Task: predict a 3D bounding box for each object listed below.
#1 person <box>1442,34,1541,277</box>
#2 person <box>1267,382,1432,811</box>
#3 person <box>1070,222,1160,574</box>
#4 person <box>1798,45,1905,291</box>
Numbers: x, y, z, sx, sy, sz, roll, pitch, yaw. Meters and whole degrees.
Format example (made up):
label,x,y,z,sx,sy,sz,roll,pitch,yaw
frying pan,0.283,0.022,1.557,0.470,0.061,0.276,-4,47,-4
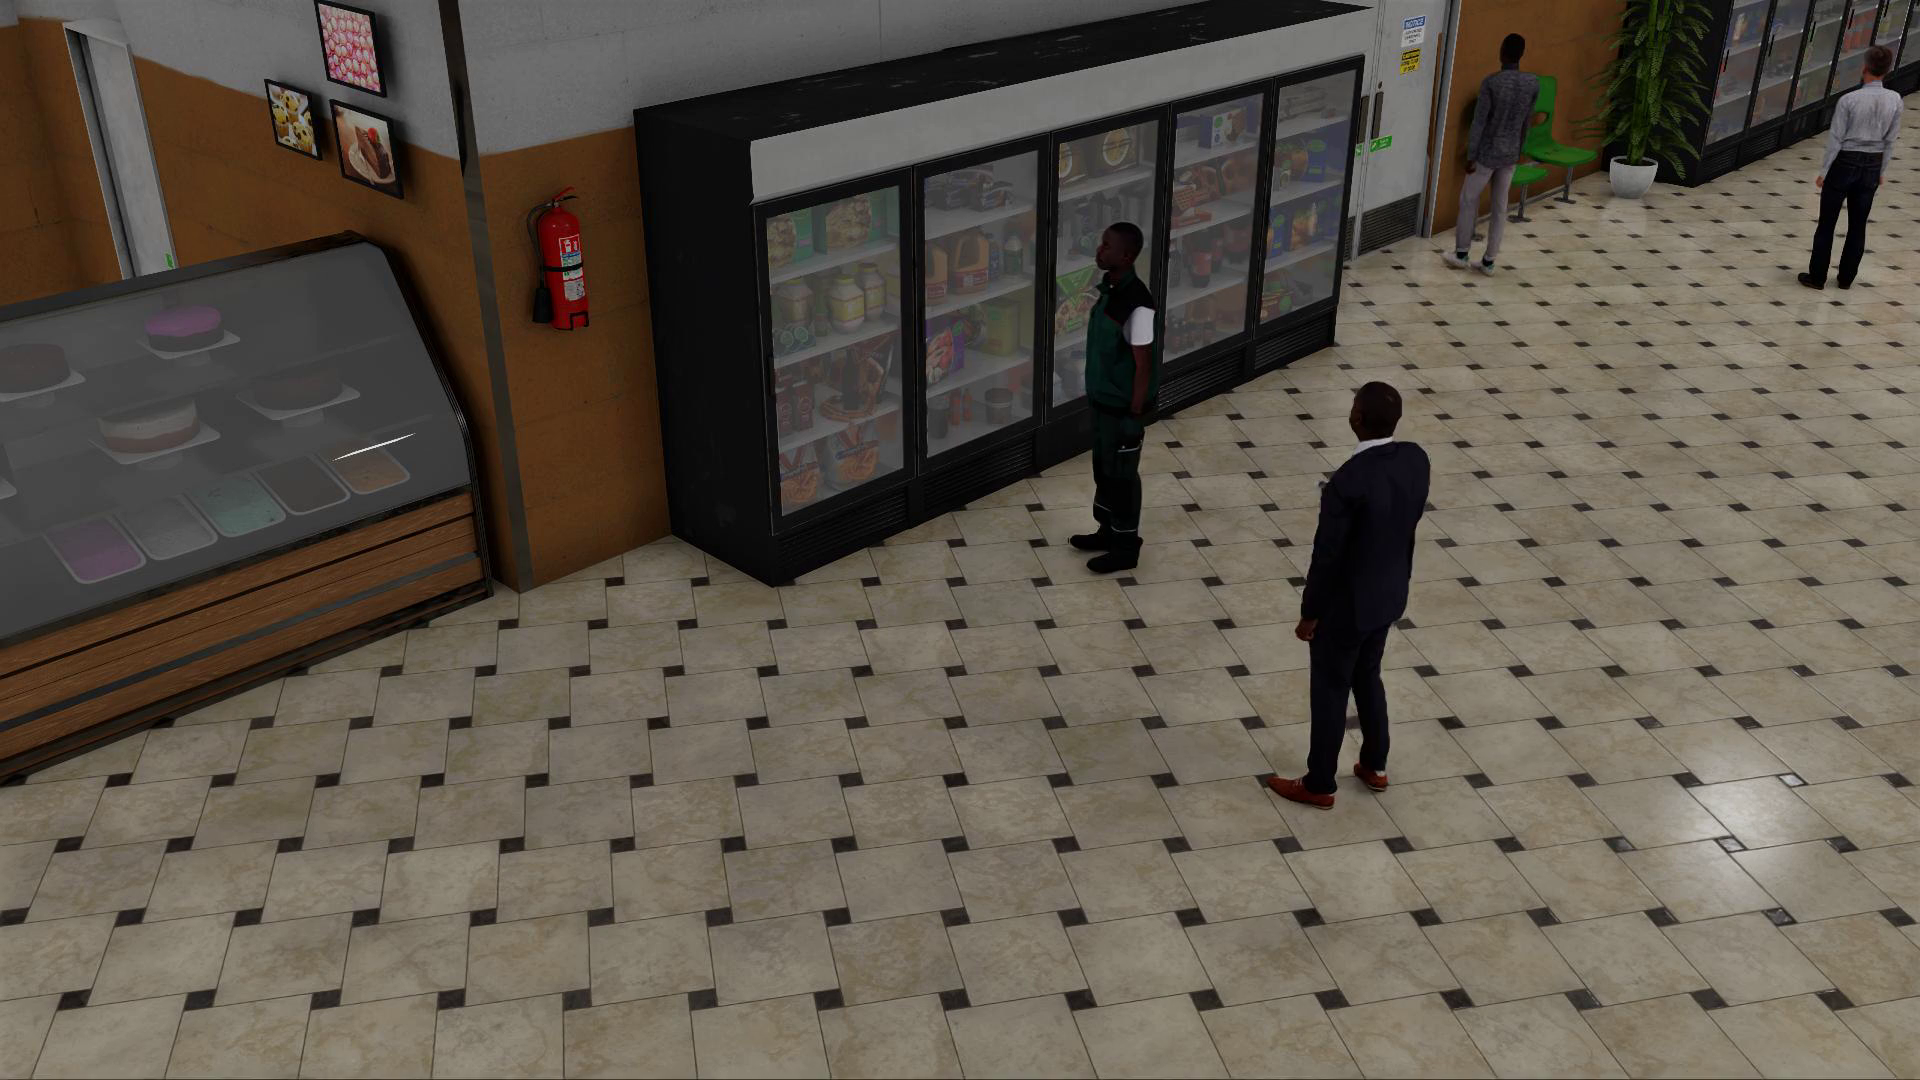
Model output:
label,x,y,z,sx,sy,sz,roll,pitch,yaw
person,4.159,-2.924,12.773,0.886,1.828,0.921,-8,28,-15
person,1.577,0.237,6.532,0.752,1.836,0.670,-21,34,-35
person,0.810,-0.712,8.402,0.841,1.837,0.728,-6,28,-12
person,6.733,-2.793,12.529,0.717,1.816,0.796,2,27,4
